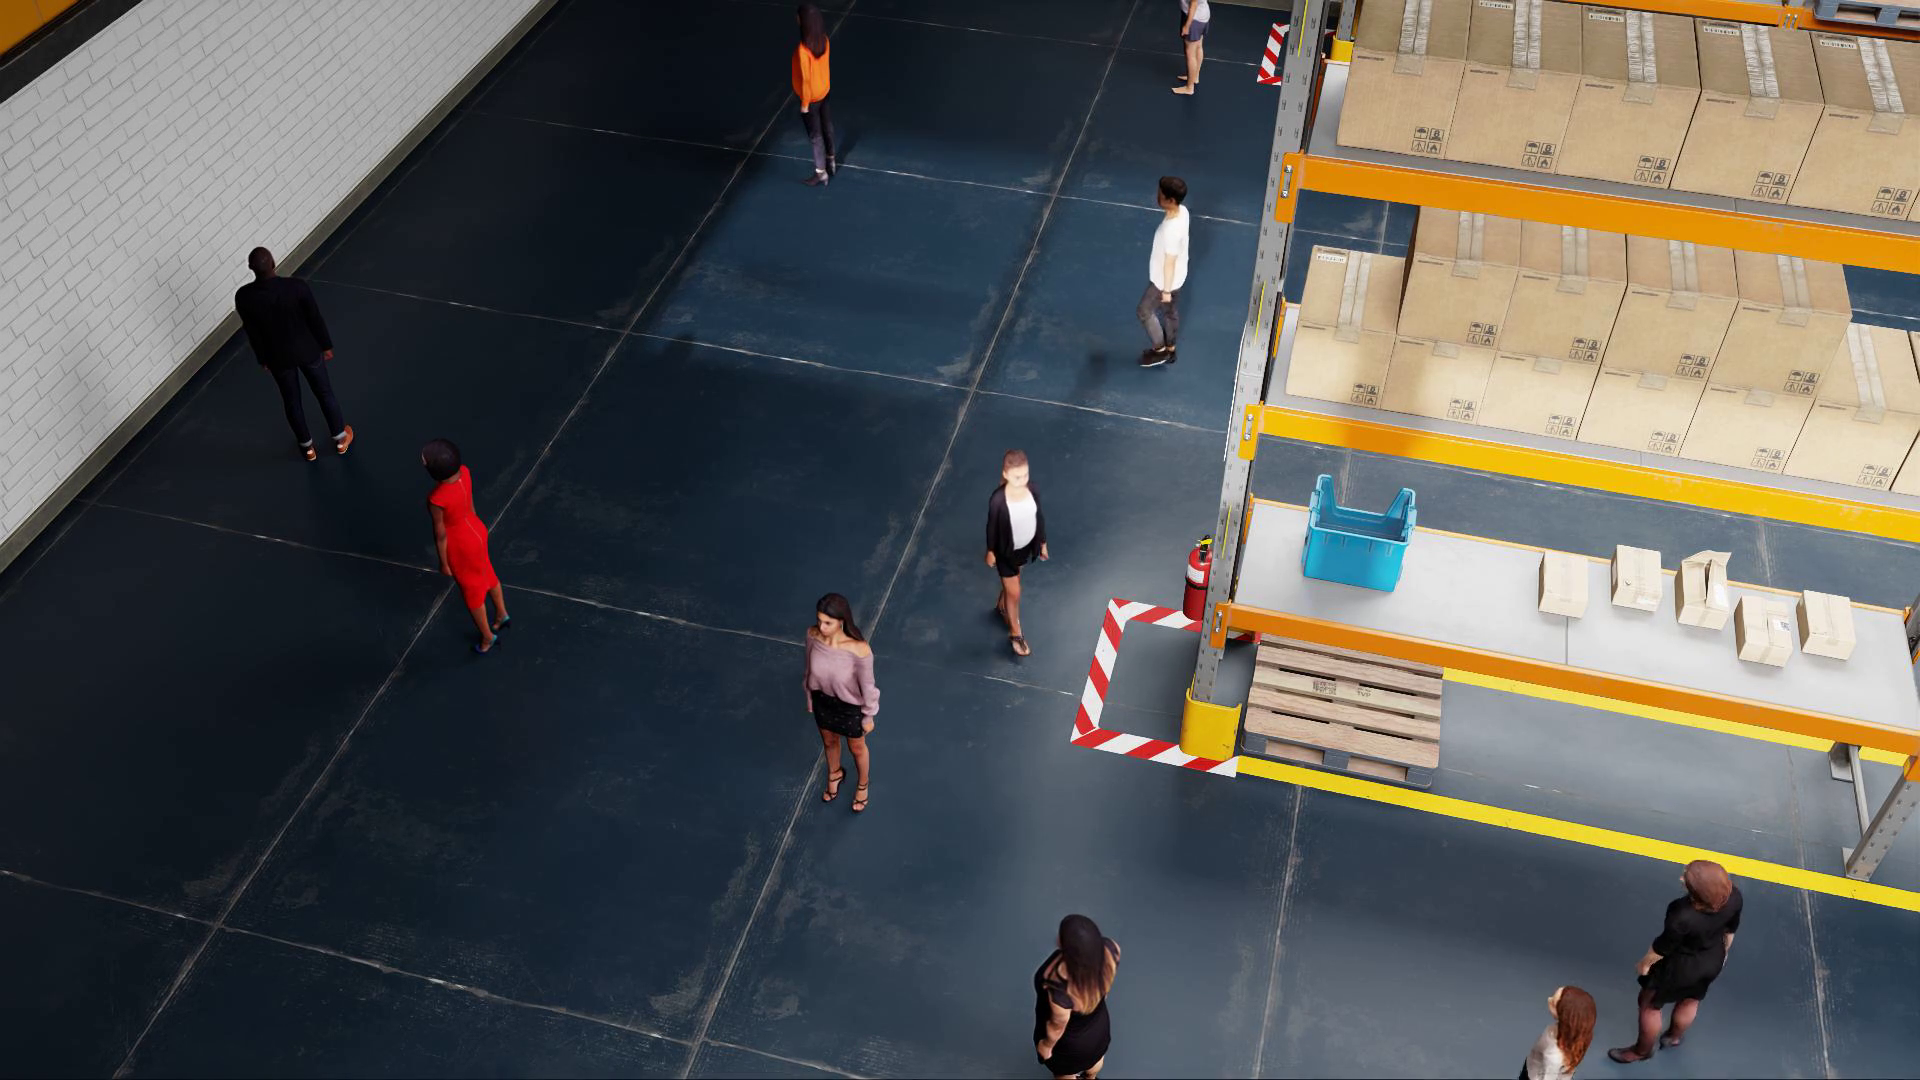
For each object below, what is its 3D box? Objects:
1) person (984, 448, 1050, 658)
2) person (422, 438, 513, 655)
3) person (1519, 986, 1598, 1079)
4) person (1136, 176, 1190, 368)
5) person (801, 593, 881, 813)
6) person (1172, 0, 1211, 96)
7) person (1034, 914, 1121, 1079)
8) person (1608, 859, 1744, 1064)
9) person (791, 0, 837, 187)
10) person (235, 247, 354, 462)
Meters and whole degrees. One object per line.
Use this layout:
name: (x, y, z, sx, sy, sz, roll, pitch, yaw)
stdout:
person: (0.315, -0.025, 10.999, 0.809, 1.544, 0.868, -22, 48, -22)
person: (-3.199, 0.046, 10.780, 0.488, 1.743, 0.552, 11, 45, 11)
person: (2.933, 2.688, 8.201, 0.836, 1.474, 0.714, 29, 51, 27)
person: (1.696, -2.082, 13.039, 0.578, 1.709, 0.643, 13, 45, 13)
person: (-0.694, 0.968, 9.763, 0.526, 1.810, 0.723, 18, 46, 18)
person: (2.314, -5.174, 16.387, 0.553, 1.567, 0.584, 16, 46, 16)
person: (0.582, 2.418, 8.309, 0.735, 1.718, 0.736, 29, 51, 27)
person: (3.804, 2.186, 8.577, 0.675, 1.683, 0.799, -3, 44, -4)
person: (-1.310, -4.033, 15.057, 0.571, 1.749, 0.637, 15, 46, 15)
person: (-4.896, -1.367, 12.208, 0.739, 1.819, 0.851, -13, 45, -13)
